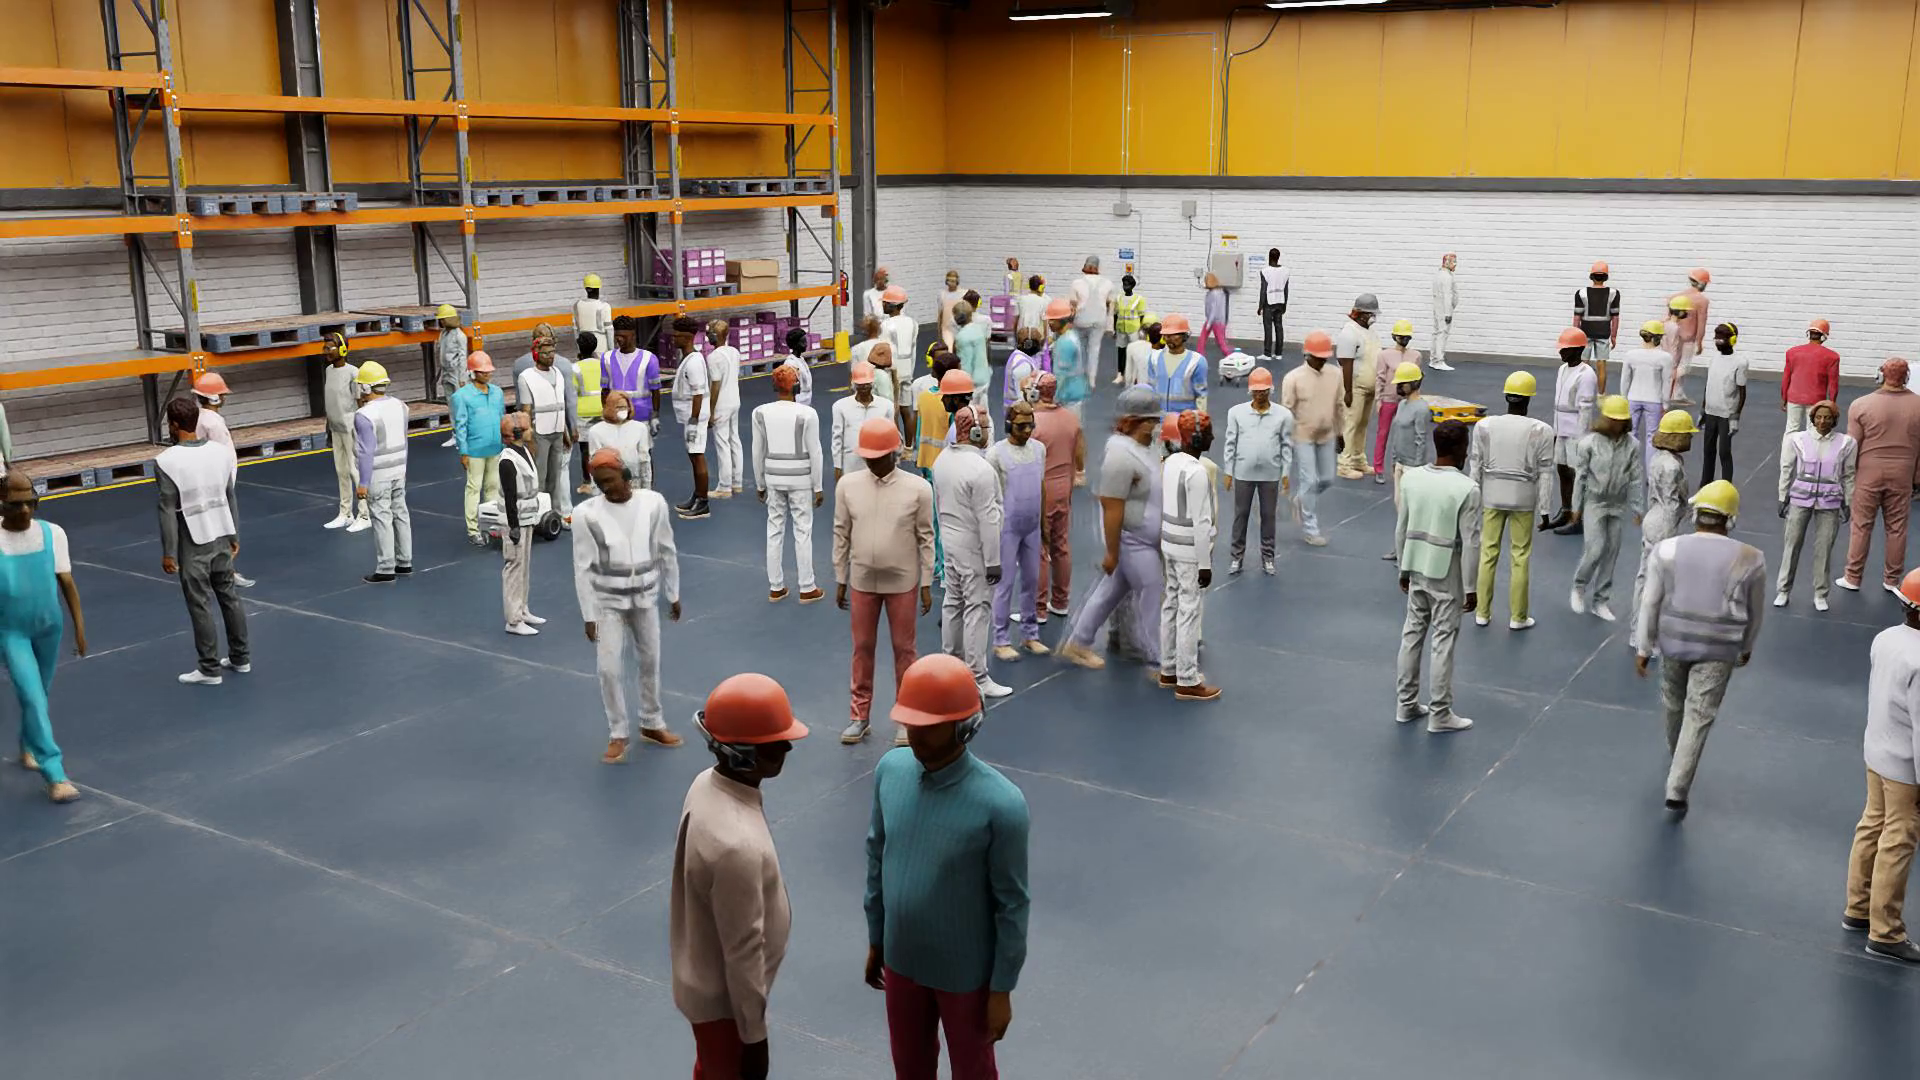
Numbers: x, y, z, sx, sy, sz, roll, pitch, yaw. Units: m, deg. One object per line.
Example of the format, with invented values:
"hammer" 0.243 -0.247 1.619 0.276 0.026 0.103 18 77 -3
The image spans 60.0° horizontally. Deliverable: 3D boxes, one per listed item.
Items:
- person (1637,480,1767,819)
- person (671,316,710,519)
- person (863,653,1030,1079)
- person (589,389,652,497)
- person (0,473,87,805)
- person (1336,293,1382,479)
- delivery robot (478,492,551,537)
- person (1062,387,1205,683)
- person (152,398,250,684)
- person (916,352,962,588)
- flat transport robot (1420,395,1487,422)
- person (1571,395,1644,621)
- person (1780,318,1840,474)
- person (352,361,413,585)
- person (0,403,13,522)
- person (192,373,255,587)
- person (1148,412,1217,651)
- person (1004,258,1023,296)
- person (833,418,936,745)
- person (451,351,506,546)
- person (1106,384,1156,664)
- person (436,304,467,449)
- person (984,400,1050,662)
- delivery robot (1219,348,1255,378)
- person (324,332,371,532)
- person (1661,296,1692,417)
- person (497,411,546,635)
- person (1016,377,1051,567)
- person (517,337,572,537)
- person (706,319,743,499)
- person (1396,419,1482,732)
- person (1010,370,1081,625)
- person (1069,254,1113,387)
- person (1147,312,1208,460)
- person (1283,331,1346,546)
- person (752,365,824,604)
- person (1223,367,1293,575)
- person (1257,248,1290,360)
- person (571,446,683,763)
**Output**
"person" 4.006 0.553 8.982 0.586 1.770 0.982 9 16 35
"person" -2.606 -1.189 16.133 0.368 1.962 0.600 -3 13 -12
"person" -0.065 1.310 5.222 0.608 1.996 0.375 10 16 36
"person" -2.760 -0.421 13.550 0.504 1.628 0.283 -6 14 -25
"person" -5.155 0.501 9.203 0.982 1.790 0.522 11 17 39
"person" 4.384 -1.691 18.143 0.535 2.000 0.685 9 16 35
"delivery robot" -4.023 -0.271 15.032 0.477 0.478 0.707 5 14 22
"person" 1.138 -0.072 11.119 1.023 2.000 0.692 4 14 17
"person" -5.055 0.002 11.116 0.405 1.905 0.605 5 14 19
"person" -0.136 -0.568 13.544 0.376 1.915 0.599 -9 16 -35
"flat transport robot" 6.430 -1.779 22.401 0.652 0.197 1.431 -4 14 -17
"person" 4.880 -0.241 12.524 0.489 1.729 0.351 -2 13 -9
"person" 9.297 -1.554 18.209 0.574 1.739 0.350 10 17 38
"person" -4.751 -0.548 13.635 0.403 1.835 0.588 4 14 17
"person" -8.542 -0.647 14.500 0.513 1.637 0.307 -10 16 -36
"person" -6.024 -0.484 13.534 0.336 1.749 0.574 -11 17 -39
"person" 1.505 -0.034 11.603 0.565 1.747 0.374 -10 16 -36
"person" 0.974 -4.370 30.639 0.308 1.641 0.514 10 16 37
"person" -0.454 0.251 9.846 0.613 1.982 0.407 2 13 10
"person" -4.309 -0.837 15.065 0.326 1.751 0.559 8 15 31
"person" 1.201 -0.114 11.534 0.407 1.941 0.607 -3 13 -14
"person" -6.095 -1.957 19.967 0.485 1.737 0.322 11 17 39
"person" 0.399 -0.067 11.556 0.516 1.835 0.355 -9 16 -35
"delivery robot" 4.268 -2.704 25.586 0.477 0.478 0.707 8 15 30
"person" -5.768 -1.011 15.564 0.519 1.873 0.328 8 15 32
"person" 8.900 -2.163 20.792 0.326 1.767 0.533 3 13 14
"person" -3.242 -0.129 12.238 0.311 1.642 0.523 -1 13 -2
"person" 0.639 -0.573 14.171 0.312 1.639 0.518 9 16 35
"person" -3.840 -0.960 15.396 0.386 1.845 0.568 6 14 24
"person" -2.431 -1.336 17.027 0.343 1.847 0.507 6 14 24
"person" 2.901 0.214 10.145 0.383 1.918 0.591 -8 15 -32
"person" 0.608 -0.322 12.486 0.406 1.914 0.636 11 17 41
"person" 1.964 -3.370 25.422 0.698 2.000 0.600 -2 13 -10
"person" 2.009 -1.114 15.631 0.608 2.045 0.392 8 15 31
"person" 3.172 -0.933 15.057 0.669 1.949 0.709 -4 14 -17
"person" -1.335 -0.431 13.023 0.572 1.883 0.356 4 14 16
"person" 2.489 -0.573 13.922 0.571 1.751 0.329 2 13 8
"person" 5.411 -4.070 28.726 0.596 1.918 0.380 -7 15 -27
"person" -1.938 0.358 9.661 0.634 1.862 0.399 -7 15 -28
